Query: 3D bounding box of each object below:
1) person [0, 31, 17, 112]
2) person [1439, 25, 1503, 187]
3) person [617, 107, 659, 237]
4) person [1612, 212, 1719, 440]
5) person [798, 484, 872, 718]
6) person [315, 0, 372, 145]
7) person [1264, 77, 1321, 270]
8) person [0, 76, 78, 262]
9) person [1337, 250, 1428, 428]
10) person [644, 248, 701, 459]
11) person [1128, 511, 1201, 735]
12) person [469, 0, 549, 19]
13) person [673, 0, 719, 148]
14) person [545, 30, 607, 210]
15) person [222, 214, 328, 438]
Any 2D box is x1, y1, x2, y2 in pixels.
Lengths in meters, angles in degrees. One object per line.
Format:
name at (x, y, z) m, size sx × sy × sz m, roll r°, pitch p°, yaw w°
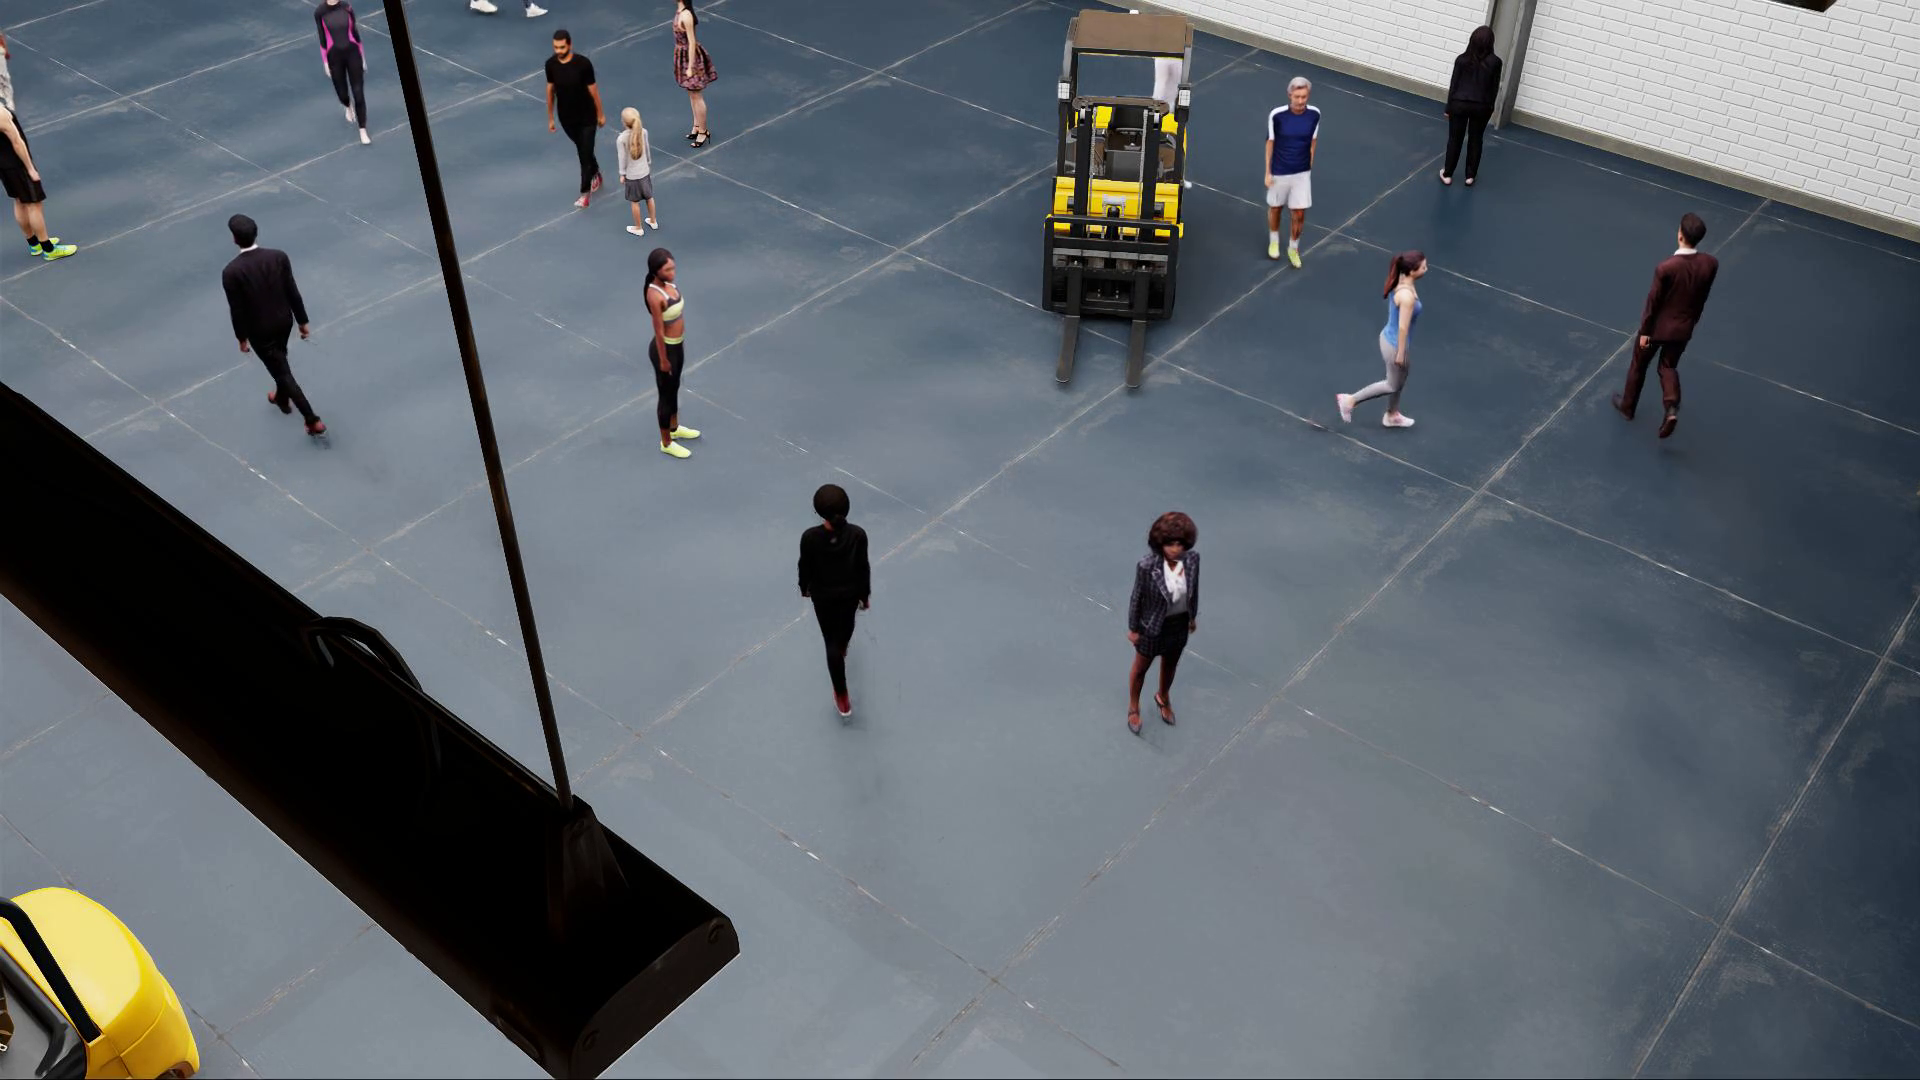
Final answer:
person at (-10.574, -5.361, 18.116) m, size 0.707 × 1.299 × 0.848 m, roll -14°, pitch 41°, yaw -17°
person at (5.078, -4.309, 16.545) m, size 0.729 × 1.616 × 0.817 m, roll 5°, pitch 39°, yaw 6°
person at (-3.083, -3.525, 15.837) m, size 0.519 × 1.274 × 0.537 m, roll -31°, pitch 48°, yaw -33°
person at (5.574, -1.634, 13.011) m, size 1.059 × 1.846 × 1.119 m, roll -3°, pitch 39°, yaw -4°
person at (-0.782, 0.395, 10.638) m, size 1.060 × 1.637 × 1.156 m, roll -5°, pitch 39°, yaw -6°
person at (-6.433, -5.039, 17.359) m, size 0.752 × 1.742 × 0.898 m, roll -17°, pitch 42°, yaw -21°
person at (2.997, -3.421, 15.309) m, size 0.832 × 1.772 × 0.888 m, roll 0°, pitch 39°, yaw 0°
person at (-8.698, -3.481, 15.289) m, size 0.512 × 1.889 × 0.757 m, roll 24°, pitch 44°, yaw 27°
person at (3.367, -1.541, 13.097) m, size 0.982 × 1.593 × 0.855 m, roll 3°, pitch 39°, yaw 4°
person at (-2.271, -1.467, 12.876) m, size 0.650 × 1.754 × 0.636 m, roll 6°, pitch 39°, yaw 8°
person at (1.273, 0.520, 10.432) m, size 0.706 × 1.699 × 0.718 m, roll -11°, pitch 40°, yaw -14°
person at (-5.625, -7.148, 19.965) m, size 1.392 × 1.785 × 0.983 m, roll 12°, pitch 40°, yaw 14°
person at (-2.794, -4.935, 17.203) m, size 0.863 × 1.773 × 0.788 m, roll -9°, pitch 40°, yaw -12°
person at (-3.712, -4.176, 16.297) m, size 1.091 × 1.717 × 1.020 m, roll 7°, pitch 39°, yaw 9°
person at (-5.361, -1.630, 13.006) m, size 1.154 × 1.847 × 0.717 m, roll 29°, pitch 47°, yaw 31°
